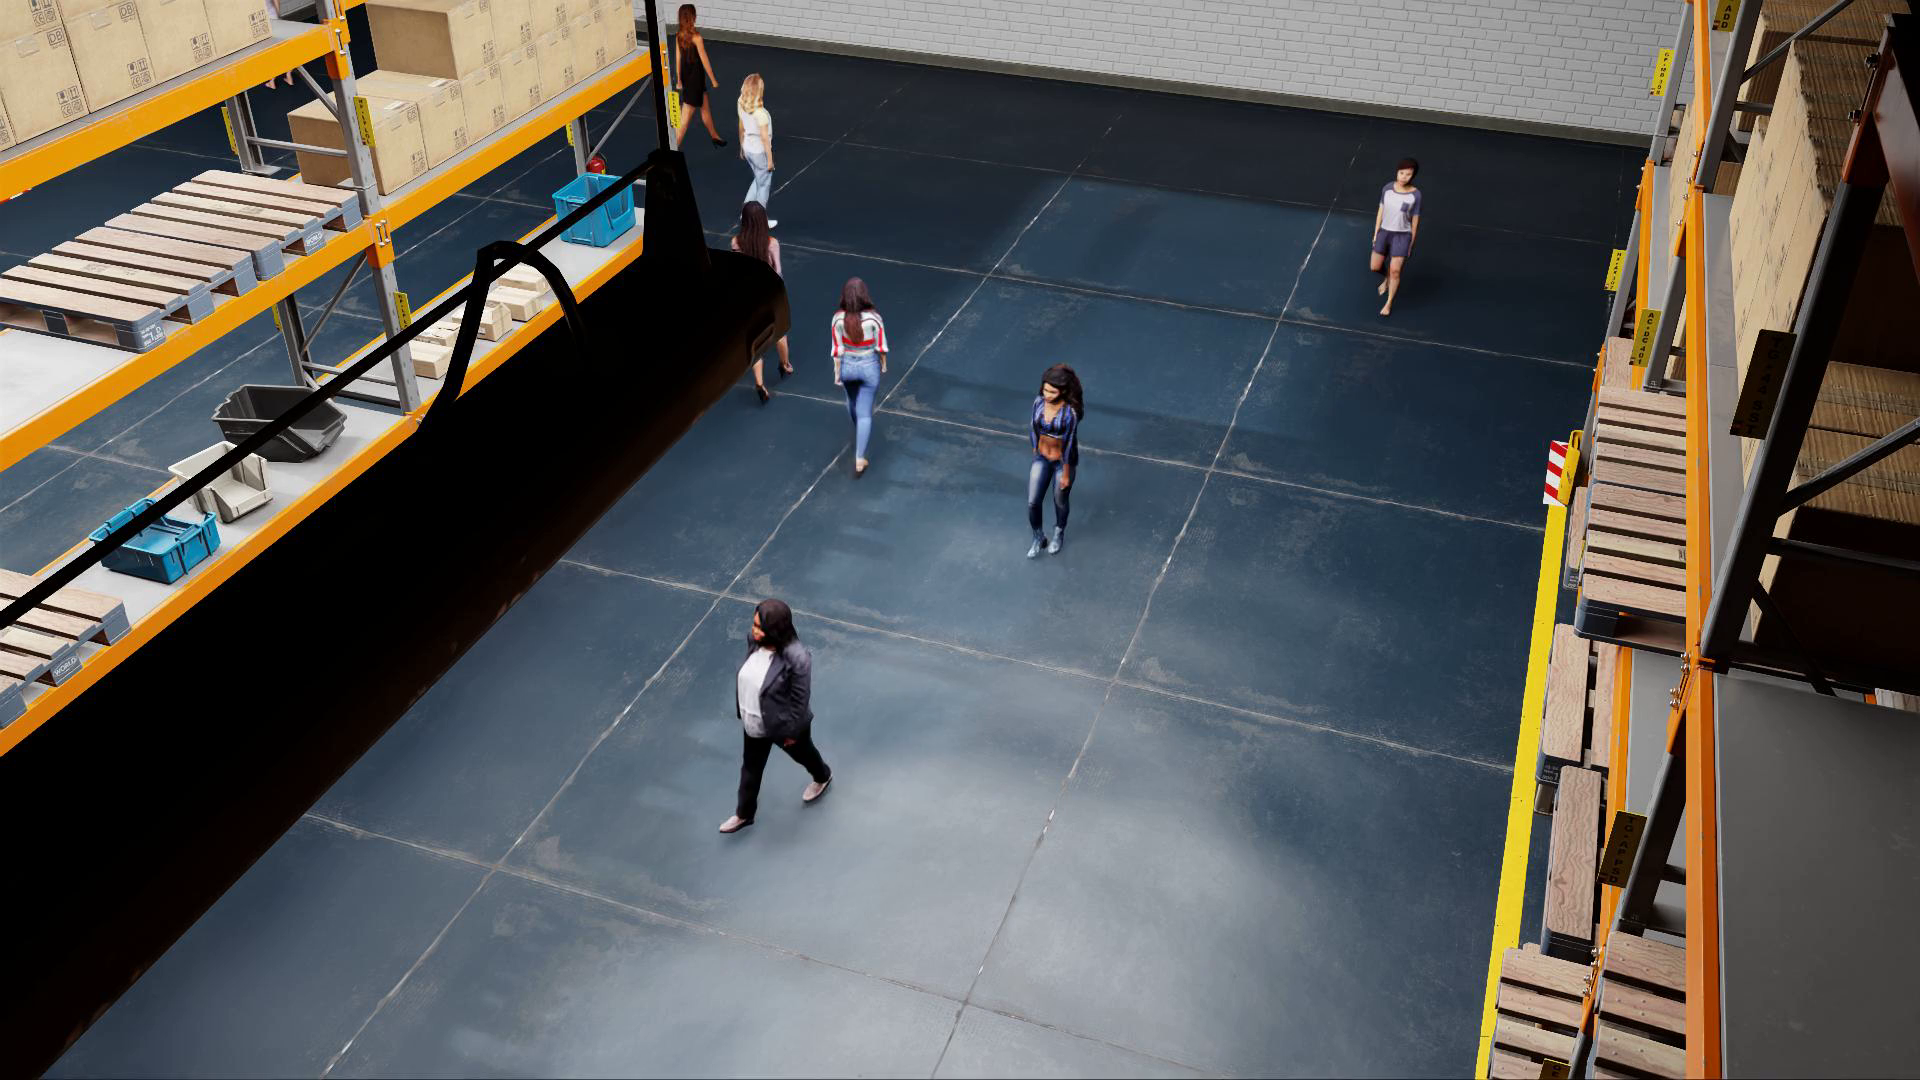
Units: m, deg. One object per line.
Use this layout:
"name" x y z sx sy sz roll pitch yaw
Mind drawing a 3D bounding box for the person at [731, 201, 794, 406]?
"person" -1.737 -1.992 14.324 0.756 1.781 0.962 6 34 8

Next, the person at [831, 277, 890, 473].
"person" -0.817 -1.319 13.496 0.771 1.576 1.145 4 34 5

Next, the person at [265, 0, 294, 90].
"person" -8.985 -6.722 21.508 0.593 1.706 0.717 -28 43 -36

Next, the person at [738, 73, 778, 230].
"person" -2.194 -4.022 17.440 0.825 1.711 0.774 -26 41 -33

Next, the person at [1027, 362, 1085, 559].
"person" 0.745 -0.600 12.389 0.664 1.604 0.667 17 37 24

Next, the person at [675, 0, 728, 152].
"person" -3.128 -5.166 19.098 0.886 1.782 1.204 27 42 35

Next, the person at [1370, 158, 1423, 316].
"person" 4.200 -2.952 15.974 0.648 1.553 0.747 20 38 27

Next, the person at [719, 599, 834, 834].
"person" -1.032 1.024 9.988 0.866 1.558 1.144 23 40 30
